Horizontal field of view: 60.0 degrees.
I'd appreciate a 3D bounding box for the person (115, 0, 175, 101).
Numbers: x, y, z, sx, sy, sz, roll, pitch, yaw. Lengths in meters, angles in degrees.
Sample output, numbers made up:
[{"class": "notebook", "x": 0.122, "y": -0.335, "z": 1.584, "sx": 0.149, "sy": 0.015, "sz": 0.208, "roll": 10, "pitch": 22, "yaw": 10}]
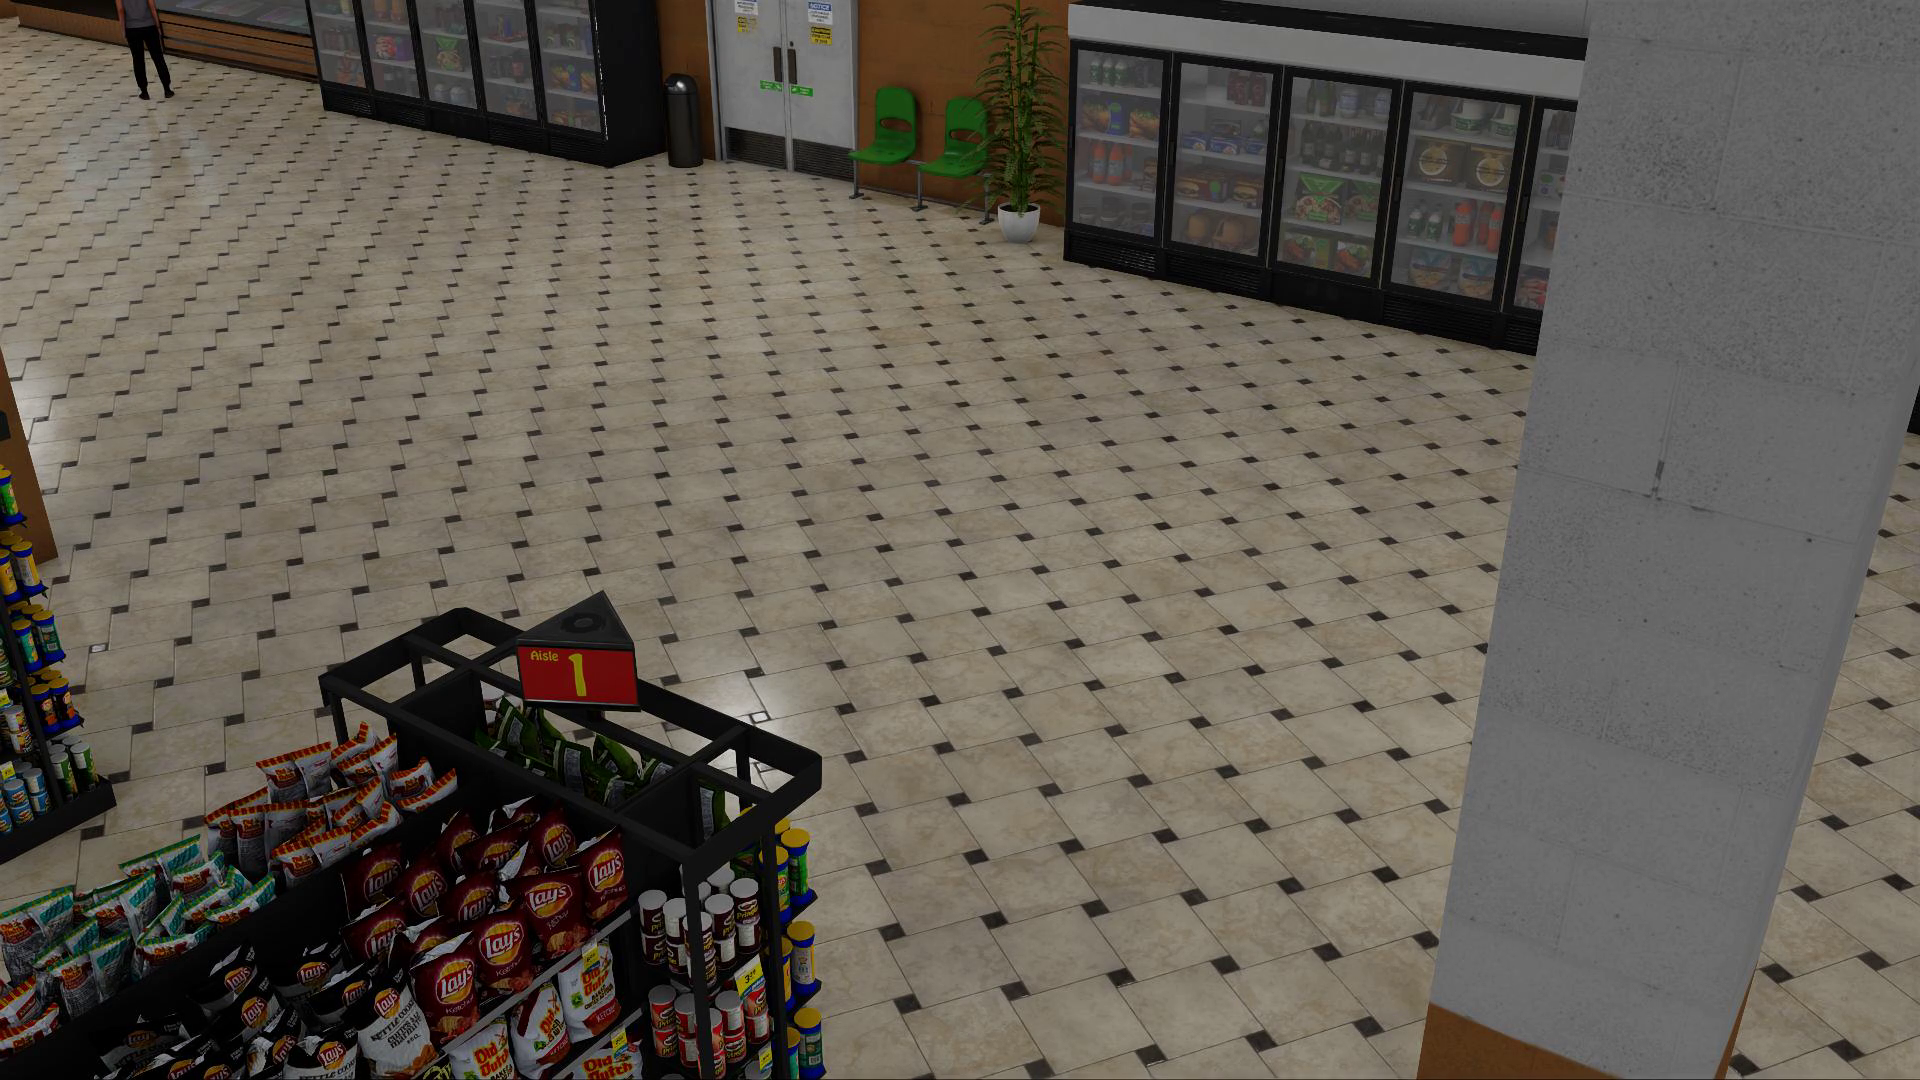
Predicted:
[{"class": "person", "x": -10.504, "y": -6.563, "z": 21.324, "sx": 0.645, "sy": 1.754, "sz": 0.765, "roll": -13, "pitch": 30, "yaw": -24}]
